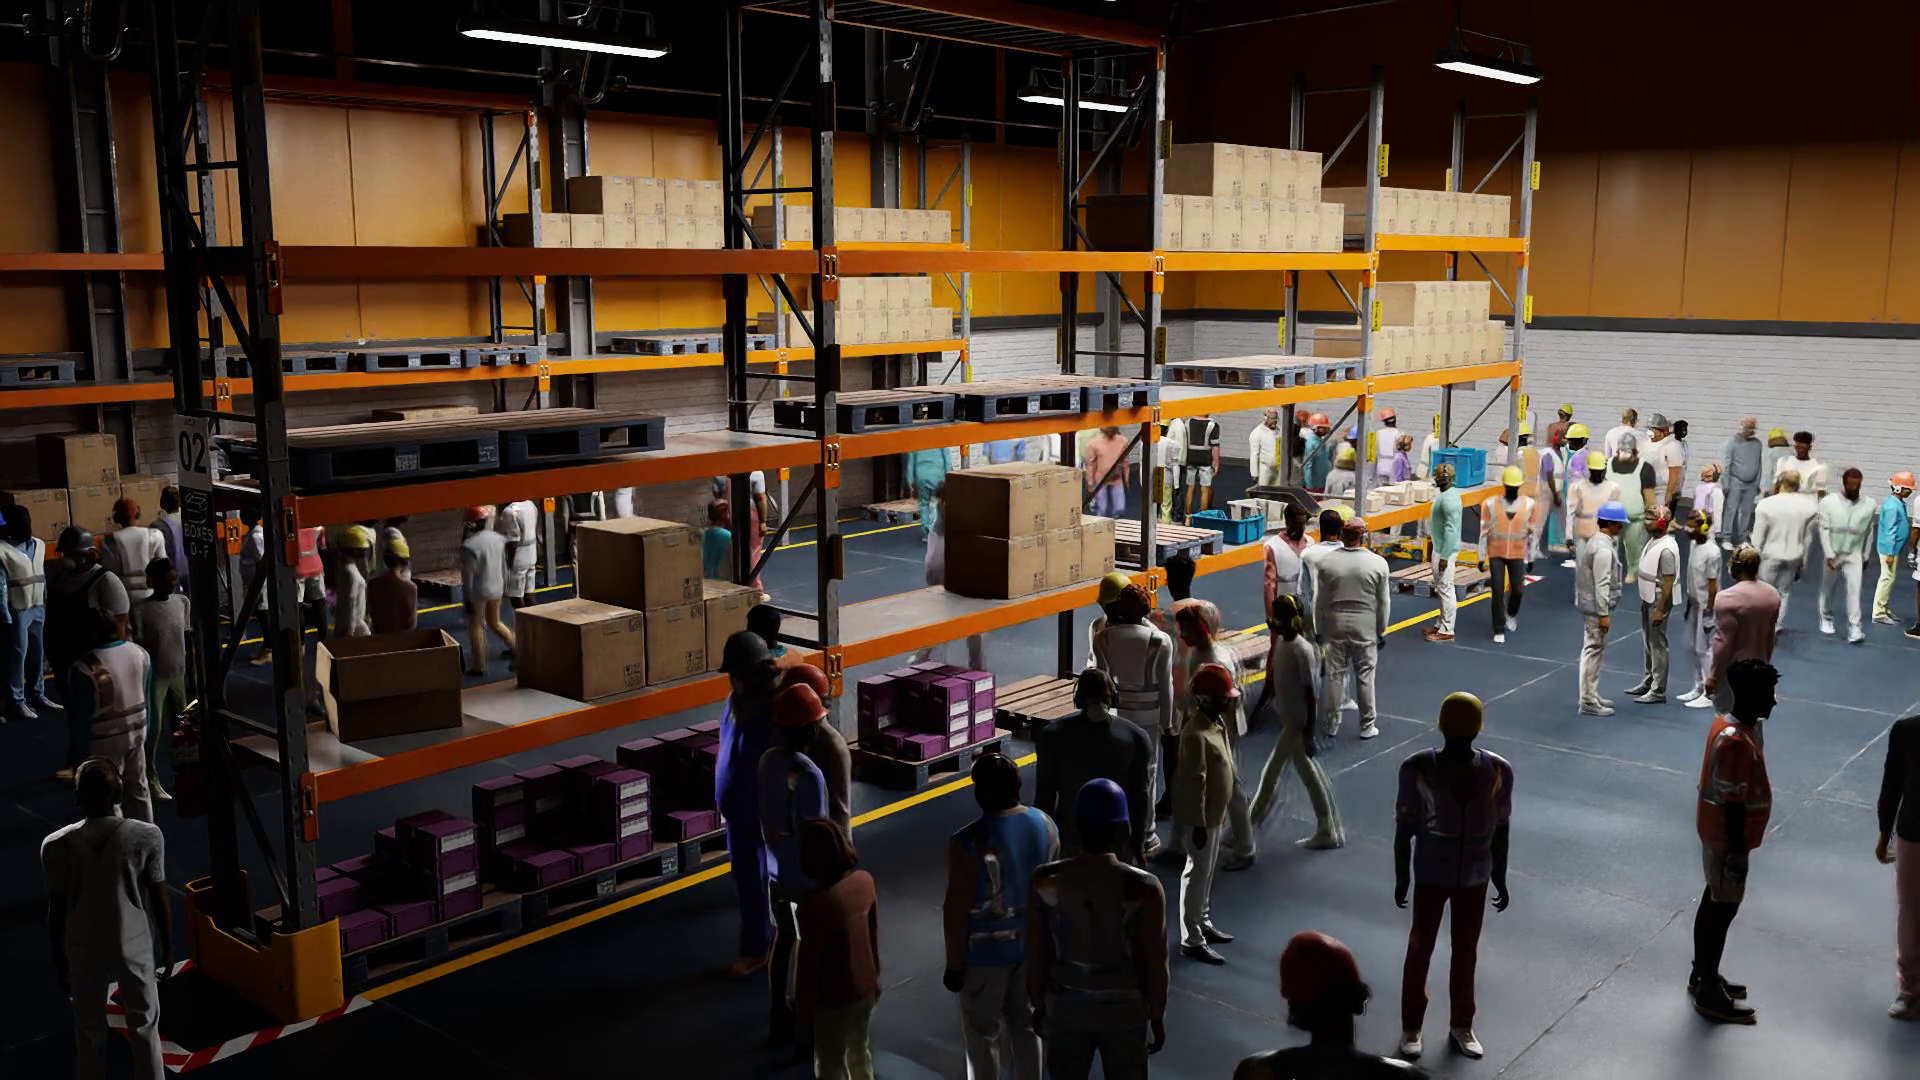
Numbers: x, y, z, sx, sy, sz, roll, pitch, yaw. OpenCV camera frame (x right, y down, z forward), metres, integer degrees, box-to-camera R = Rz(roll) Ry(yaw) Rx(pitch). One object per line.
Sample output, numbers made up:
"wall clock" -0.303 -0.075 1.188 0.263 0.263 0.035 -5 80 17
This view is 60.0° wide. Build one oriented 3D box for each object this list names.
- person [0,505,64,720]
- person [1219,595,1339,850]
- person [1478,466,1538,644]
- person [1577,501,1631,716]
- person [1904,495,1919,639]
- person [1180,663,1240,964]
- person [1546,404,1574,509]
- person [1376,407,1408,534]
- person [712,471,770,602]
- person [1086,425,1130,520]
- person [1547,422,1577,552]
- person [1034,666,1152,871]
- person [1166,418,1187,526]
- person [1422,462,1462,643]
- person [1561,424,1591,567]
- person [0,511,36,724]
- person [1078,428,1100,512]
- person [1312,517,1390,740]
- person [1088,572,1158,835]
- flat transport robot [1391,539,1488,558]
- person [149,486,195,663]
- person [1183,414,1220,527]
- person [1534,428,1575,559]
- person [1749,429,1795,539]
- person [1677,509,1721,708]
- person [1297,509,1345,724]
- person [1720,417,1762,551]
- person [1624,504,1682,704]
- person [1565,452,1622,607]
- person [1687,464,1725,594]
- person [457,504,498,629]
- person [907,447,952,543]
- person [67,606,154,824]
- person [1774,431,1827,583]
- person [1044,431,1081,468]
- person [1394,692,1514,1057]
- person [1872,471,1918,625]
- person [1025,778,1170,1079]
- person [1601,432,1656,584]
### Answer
"person" -8.370 0.634 14.865 0.379 1.918 0.596 2 10 11
"person" 2.175 1.262 11.420 1.004 1.811 0.534 0 10 -2
"person" 5.876 0.135 17.865 0.598 1.909 0.554 2 10 11
"person" 5.768 0.608 14.969 0.419 1.939 0.607 3 10 16
"person" 10.531 0.103 17.934 0.610 1.958 0.367 0 10 0
"person" 1.458 1.575 9.736 0.329 1.751 0.567 3 10 19
"person" 9.827 -1.345 27.178 0.342 1.753 0.535 -7 12 -37
"person" 6.445 -1.028 24.848 0.588 1.899 0.503 8 12 38
"person" -2.568 -0.265 19.867 0.690 2.000 0.538 5 11 25
"person" 2.088 -0.814 23.334 0.653 1.972 0.449 -2 10 -13
"person" 8.485 -0.747 23.357 0.349 1.839 0.505 8 12 40
"person" 0.708 1.624 8.893 0.630 1.940 0.372 0 10 -3
"person" 3.278 -1.176 25.441 0.378 1.996 0.611 0 10 2
"person" 5.179 0.131 17.807 0.354 1.937 0.635 2 10 12
"person" 8.214 -0.589 22.186 0.394 1.918 0.592 5 11 29
"person" -8.535 0.646 14.707 0.388 1.947 0.605 3 10 17
"person" 2.017 -1.317 26.991 0.525 1.760 0.341 1 10 5
"person" 3.337 0.751 14.199 0.639 1.911 0.402 3 10 19
"person" 1.129 1.166 11.712 0.593 1.913 0.399 8 12 40
"flat transport robot" 6.663 0.160 22.601 1.431 0.197 0.652 8 12 39
"person" -7.840 0.372 16.693 0.509 1.838 0.332 -8 13 -41
"person" 3.682 -1.187 25.417 0.612 2.030 0.403 5 11 28
"person" 8.152 -0.603 22.568 0.882 1.810 0.575 8 13 41
"person" 11.735 -0.749 23.829 0.535 1.677 0.936 -2 10 -10
"person" 6.745 0.629 15.159 0.432 1.841 0.537 1 10 5
"person" 3.233 0.683 14.621 0.598 1.907 0.409 -3 10 -15
"person" 11.015 -0.788 23.438 0.653 1.894 0.398 -3 10 -15
"person" 6.434 0.588 15.353 0.387 1.846 0.566 1 10 8
"person" 7.325 -0.078 19.270 0.594 1.882 0.965 3 10 20
"person" 9.045 -0.112 20.179 0.315 1.635 0.518 -1 10 -7
"person" -5.327 0.079 18.434 0.582 1.829 0.533 1 10 4
"person" -0.450 -0.887 24.038 0.668 1.885 0.473 3 10 19
"person" -5.567 1.339 10.893 0.430 1.841 0.627 3 10 16
"person" 10.669 -0.431 21.136 0.624 1.943 0.513 9 13 44
"person" 1.501 -1.035 25.008 0.600 1.858 0.733 5 11 28
"person" 2.515 1.699 8.486 0.592 1.922 0.379 0 10 1
"person" 10.487 0.089 18.660 0.354 1.738 0.574 6 11 33
"person" 0.576 1.950 6.950 0.604 1.938 0.402 3 10 15
"person" 8.276 -0.404 20.698 0.683 2.000 0.979 5 11 30
